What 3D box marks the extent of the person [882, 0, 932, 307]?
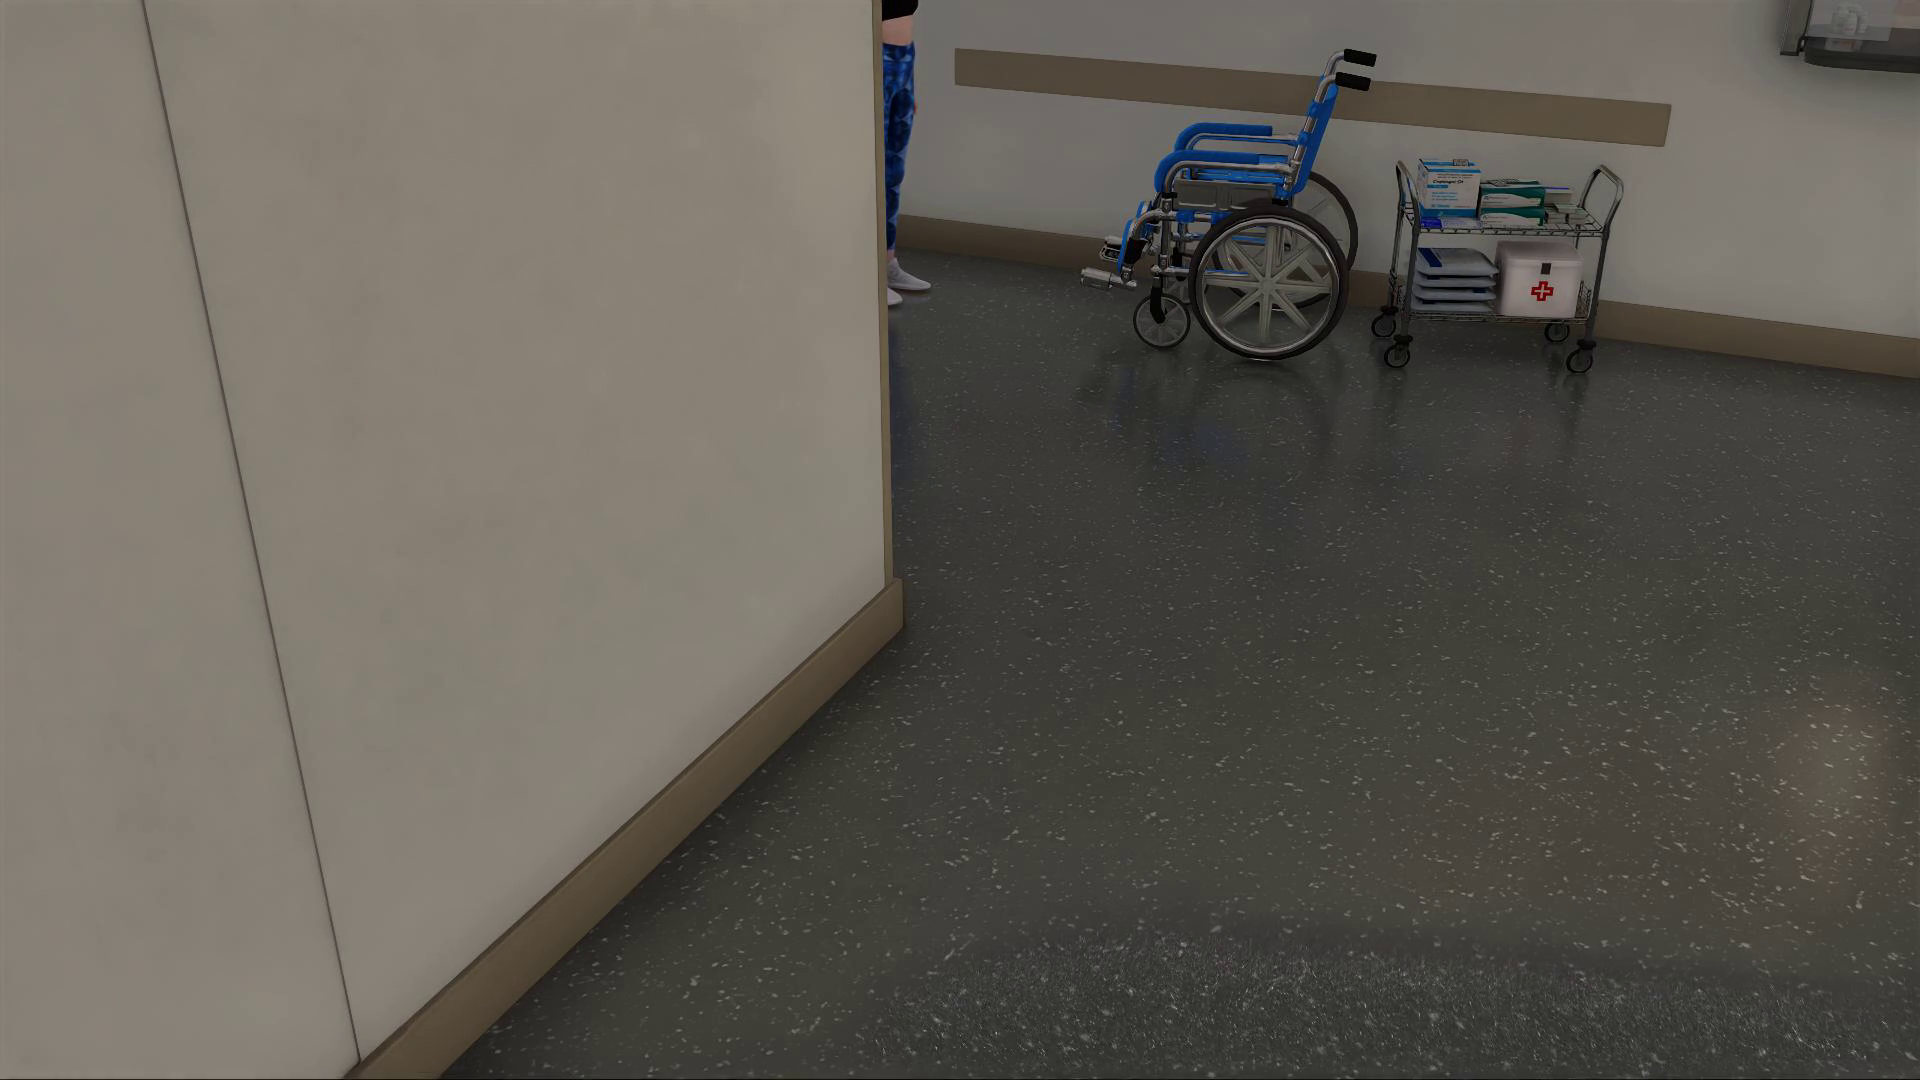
[{"bbox_3d":[-0.328,-1.946,7.286,0.648,1.784,0.547,15,30,28],"label":"person"}]
